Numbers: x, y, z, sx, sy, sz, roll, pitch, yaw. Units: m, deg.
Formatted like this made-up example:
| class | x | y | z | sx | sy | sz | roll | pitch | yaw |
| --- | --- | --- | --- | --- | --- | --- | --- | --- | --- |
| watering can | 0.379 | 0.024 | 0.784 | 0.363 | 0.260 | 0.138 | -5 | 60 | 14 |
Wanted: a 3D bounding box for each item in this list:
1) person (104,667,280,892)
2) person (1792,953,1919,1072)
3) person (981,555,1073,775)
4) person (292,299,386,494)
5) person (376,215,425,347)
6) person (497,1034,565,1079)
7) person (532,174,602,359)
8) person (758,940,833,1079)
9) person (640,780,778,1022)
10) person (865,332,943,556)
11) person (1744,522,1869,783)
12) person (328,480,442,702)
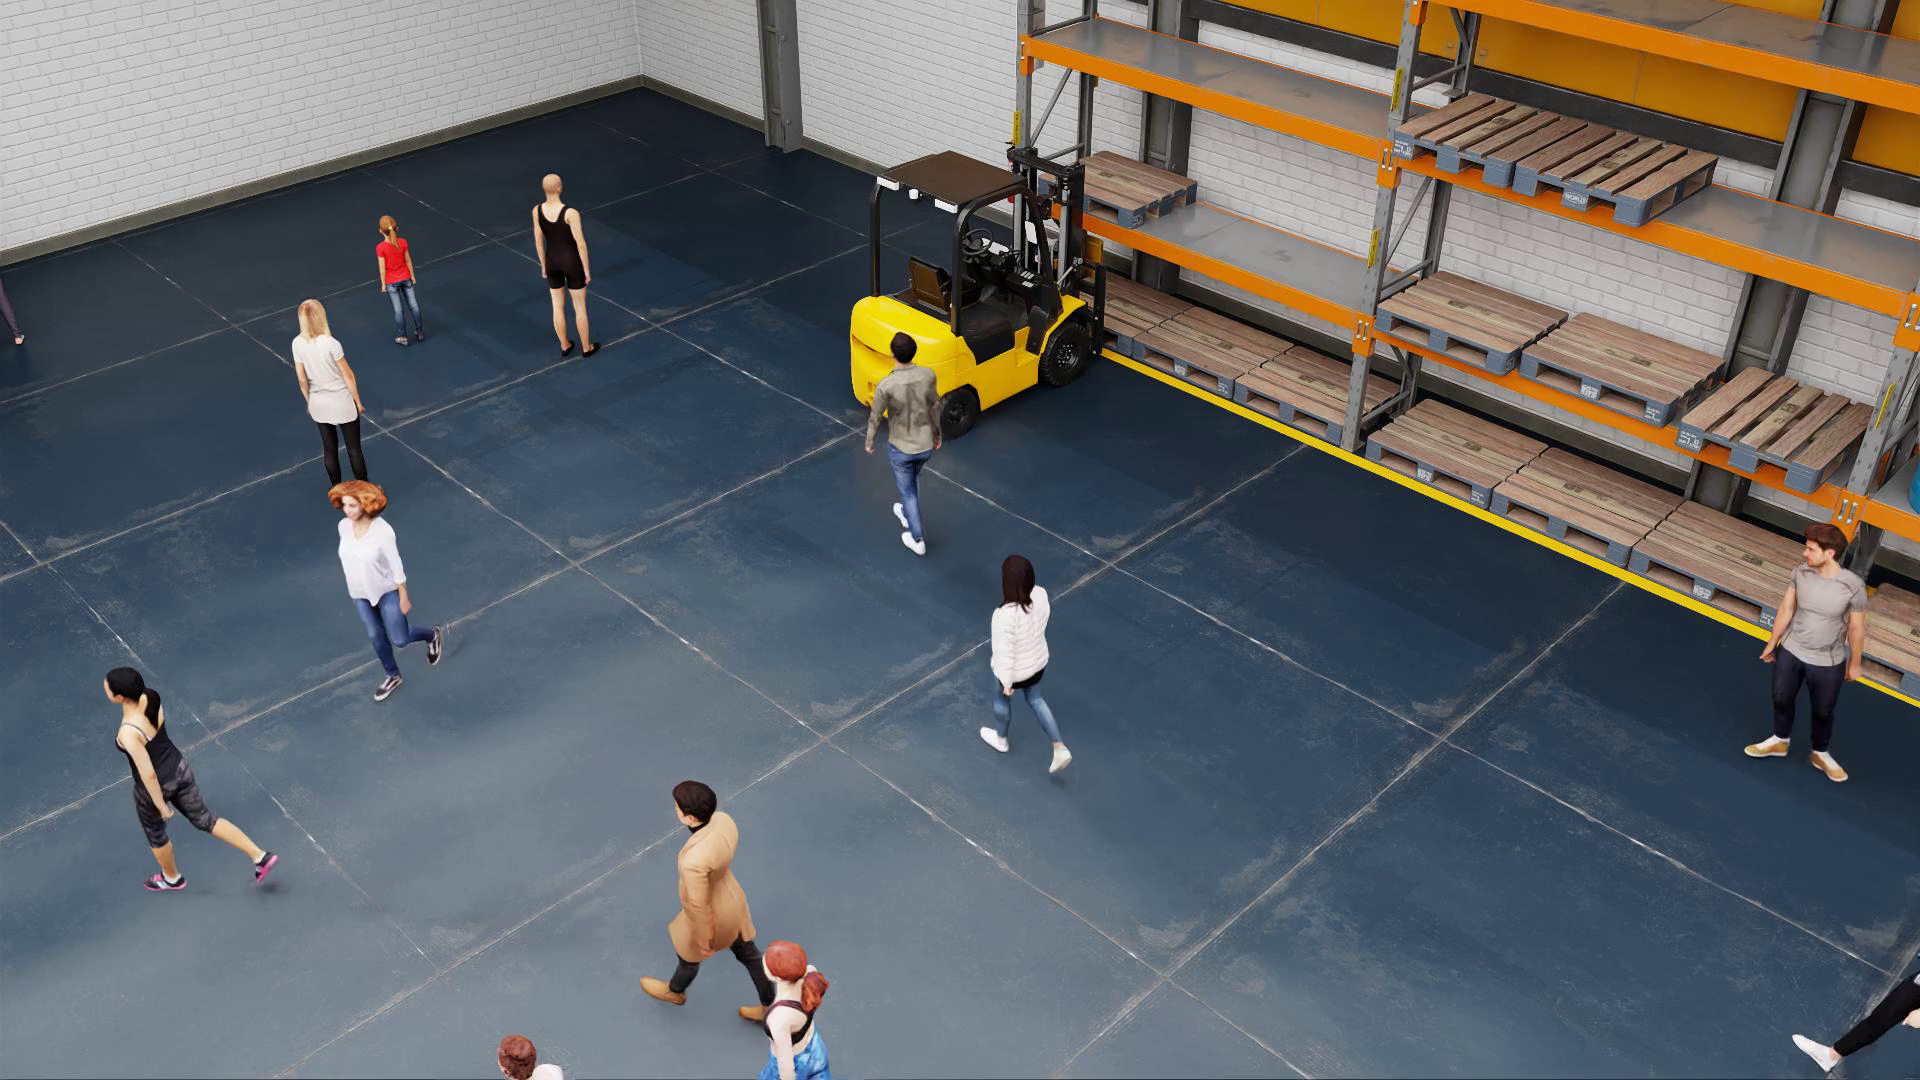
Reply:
| class | x | y | z | sx | sy | sz | roll | pitch | yaw |
| --- | --- | --- | --- | --- | --- | --- | --- | --- | --- |
| person | -4.578 | 1.439 | 9.780 | 1.135 | 1.697 | 0.992 | 4 | 34 | 6 |
| person | 5.079 | 2.357 | 8.430 | 1.175 | 1.663 | 0.880 | 14 | 36 | 20 |
| person | 0.454 | 0.824 | 10.778 | 0.641 | 1.616 | 1.000 | -26 | 42 | -34 |
| person | -5.088 | -1.103 | 13.487 | 0.676 | 1.826 | 0.743 | 1 | 34 | 2 |
| person | -5.425 | -2.510 | 16.071 | 0.505 | 1.310 | 0.508 | -25 | 41 | -32 |
| person | -1.812 | 2.914 | 7.498 | 0.942 | 1.767 | 0.650 | 24 | 40 | 31 |
| person | -3.753 | -2.586 | 15.728 | 0.647 | 1.815 | 0.774 | 7 | 34 | 11 |
| person | -0.696 | 2.591 | 8.004 | 1.265 | 1.744 | 0.795 | 18 | 38 | 25 |
| person | -1.242 | 2.003 | 8.944 | 1.208 | 1.684 | 0.970 | 11 | 35 | 17 |
| person | -0.351 | -0.694 | 12.856 | 0.865 | 1.844 | 0.991 | -18 | 38 | -25 |
| person | 5.549 | 0.730 | 10.710 | 0.529 | 1.848 | 0.921 | 21 | 39 | 28 |
| person | -3.965 | 0.290 | 11.507 | 0.887 | 1.698 | 0.881 | 12 | 36 | 18 |
